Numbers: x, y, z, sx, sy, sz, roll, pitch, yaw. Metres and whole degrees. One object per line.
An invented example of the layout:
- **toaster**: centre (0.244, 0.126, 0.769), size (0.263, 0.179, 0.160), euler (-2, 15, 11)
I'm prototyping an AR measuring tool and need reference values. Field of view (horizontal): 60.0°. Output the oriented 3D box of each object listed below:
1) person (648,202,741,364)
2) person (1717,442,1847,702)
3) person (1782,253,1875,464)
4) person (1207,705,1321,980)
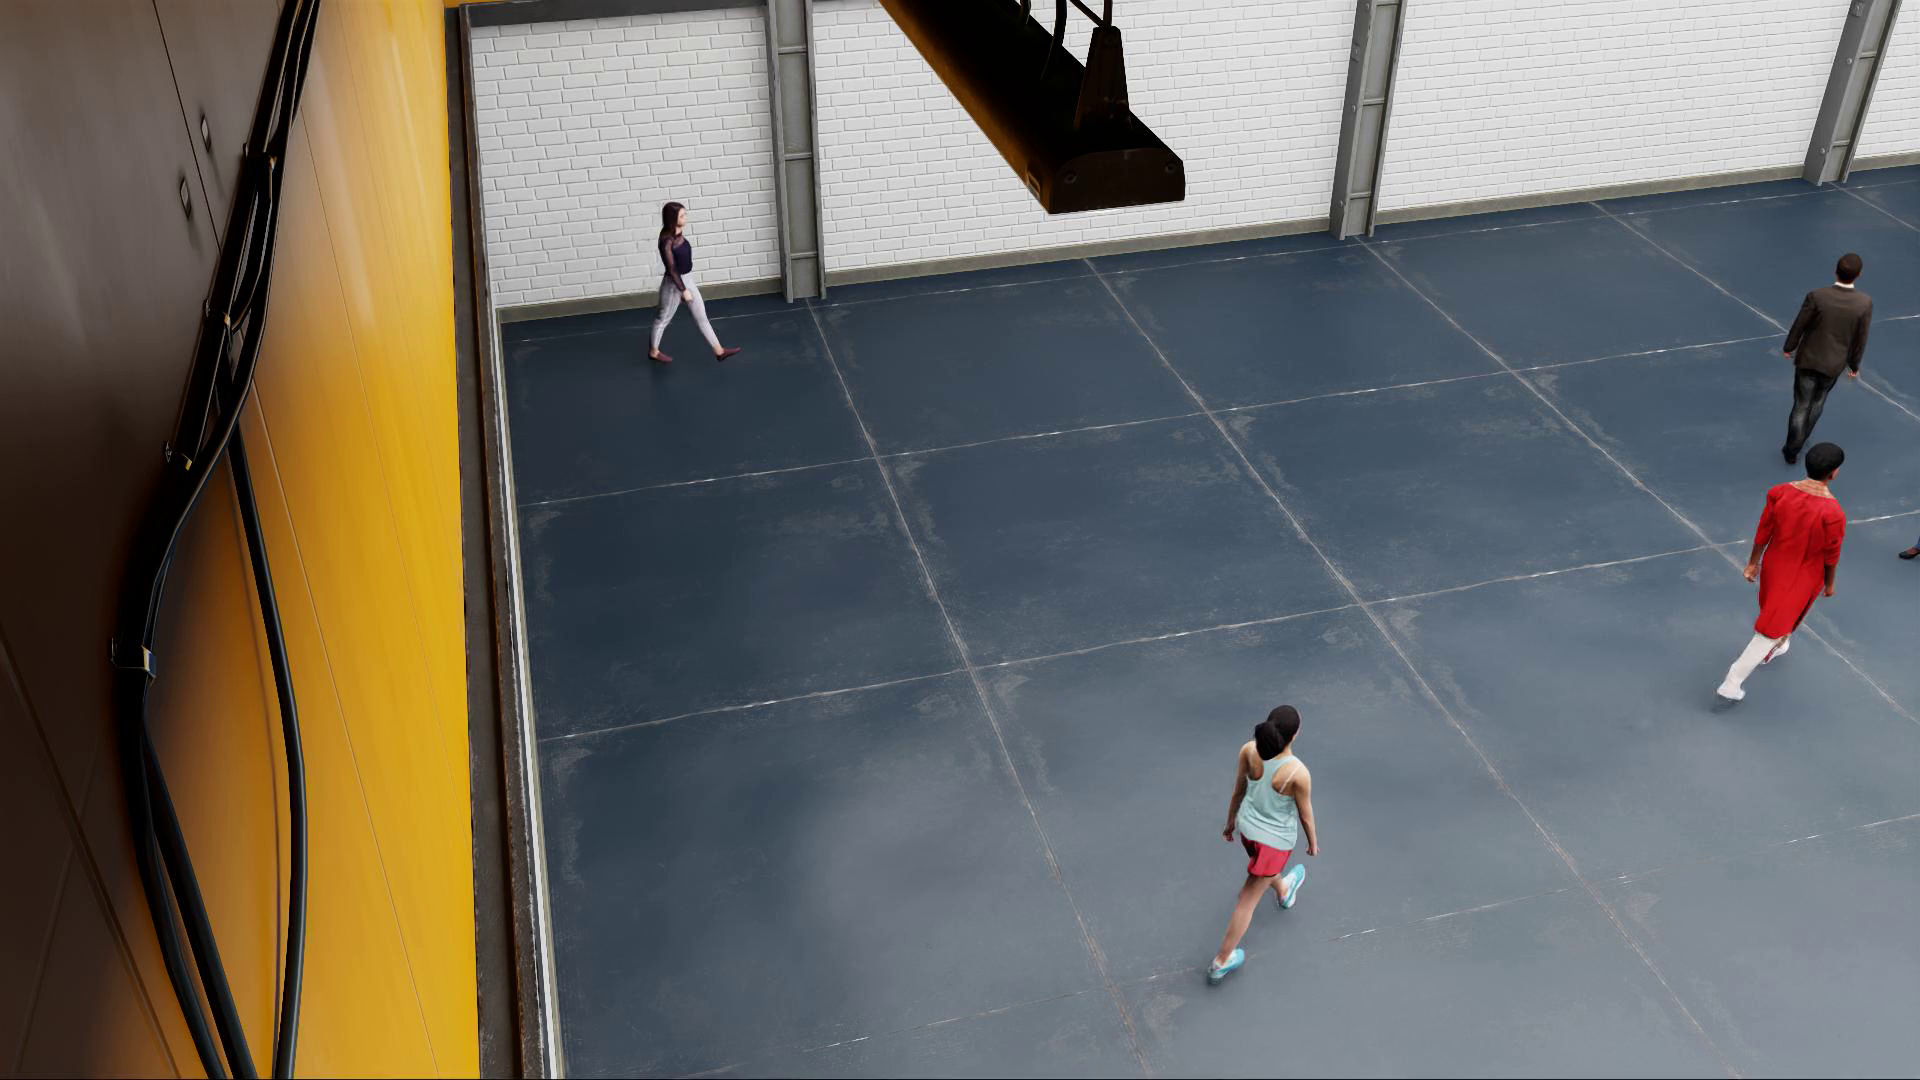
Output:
- **person**: centre (-2.615, -2.261, 15.000), size (1.178, 1.550, 0.915), euler (5, 34, 8)
- **person**: centre (5.416, 0.253, 10.952), size (1.276, 1.844, 0.882), euler (-17, 37, -24)
- **person**: centre (7.031, -1.438, 13.552), size (0.968, 1.782, 1.014), euler (10, 35, 15)
- **person**: centre (1.598, 1.661, 8.953), size (1.031, 1.711, 1.246), euler (27, 42, 35)
